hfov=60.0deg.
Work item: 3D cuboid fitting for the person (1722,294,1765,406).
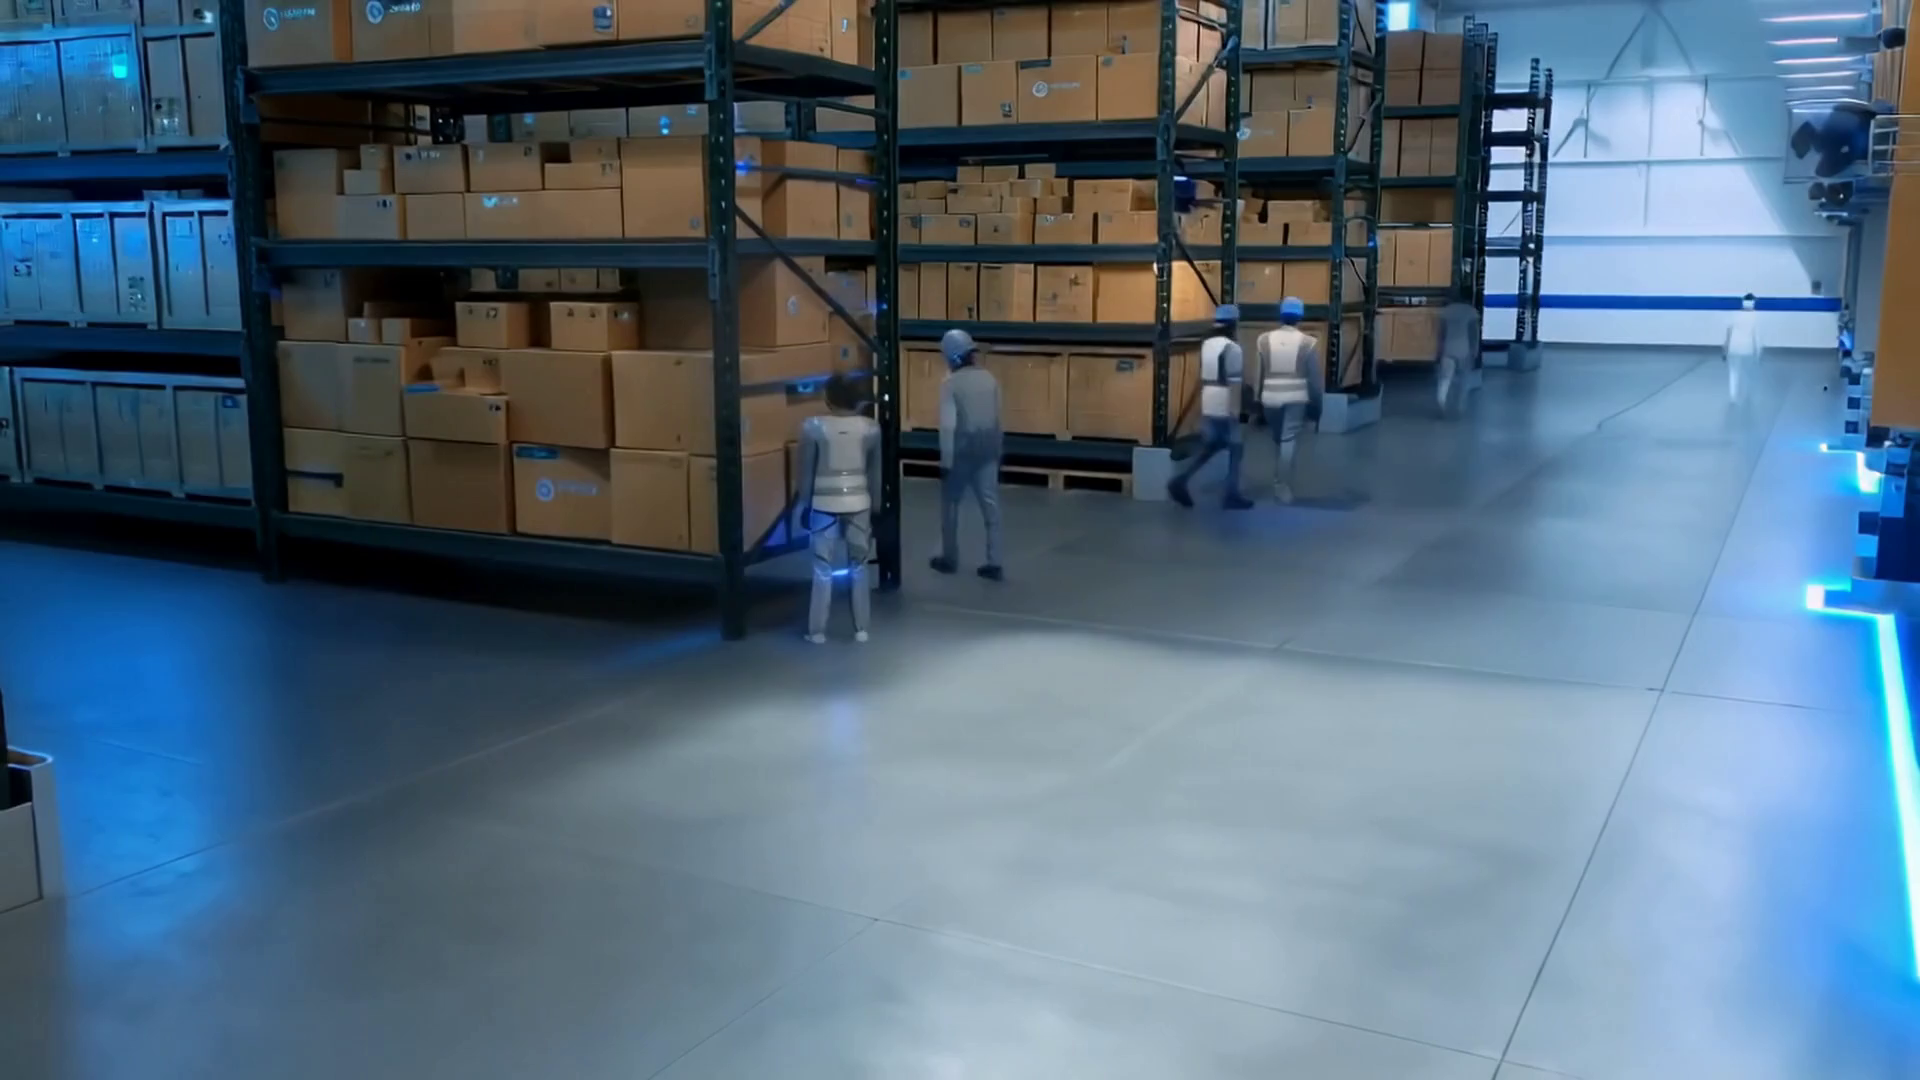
[{"bbox_3d":[11.960,-2.898,25.417,0.571,1.707,0.896,5,11,28],"label":"person"}]

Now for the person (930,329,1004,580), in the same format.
[{"bbox_3d":[0.022,-0.621,11.988,0.653,1.786,0.772,-8,12,-38],"label":"person"}]

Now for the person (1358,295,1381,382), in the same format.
[{"bbox_3d":[5.997,-2.767,24.591,0.503,1.729,0.381,-5,11,-28],"label":"person"}]

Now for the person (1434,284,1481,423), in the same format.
[{"bbox_3d":[6.821,-2.562,22.902,0.637,1.911,0.896,6,11,30],"label":"person"}]

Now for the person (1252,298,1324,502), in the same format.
[{"bbox_3d":[3.151,-1.342,15.832,0.650,1.896,0.975,5,11,26],"label":"person"}]

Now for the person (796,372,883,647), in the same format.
[{"bbox_3d":[-0.710,-0.176,9.890,0.526,1.629,0.314,-4,10,-20],"label":"person"}]

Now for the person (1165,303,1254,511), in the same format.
[{"bbox_3d":[2.264,-1.186,14.994,0.818,1.892,0.595,-5,11,-25],"label":"person"}]
